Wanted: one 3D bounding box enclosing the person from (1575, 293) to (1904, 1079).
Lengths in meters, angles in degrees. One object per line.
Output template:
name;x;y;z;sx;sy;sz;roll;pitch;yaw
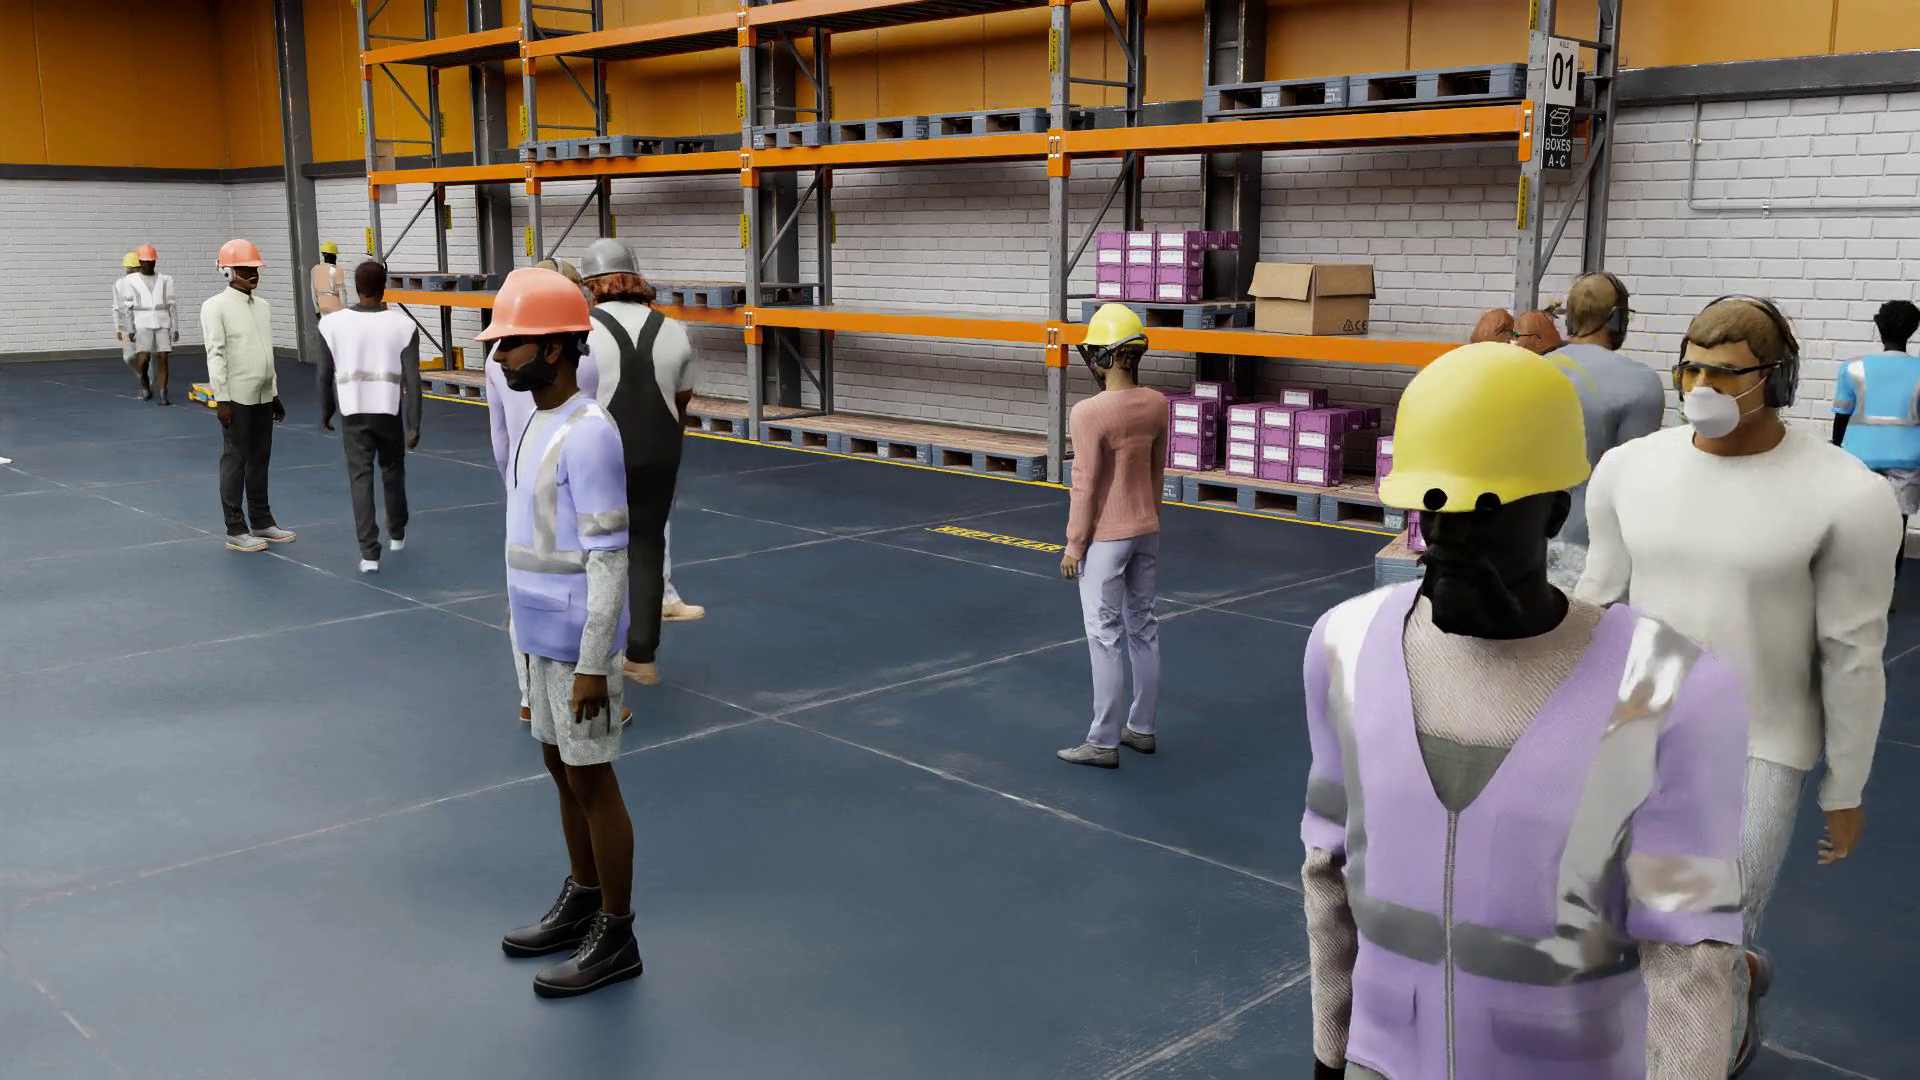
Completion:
person;1.631;0.433;3.553;0.848;1.916;0.637;-9;14;-41

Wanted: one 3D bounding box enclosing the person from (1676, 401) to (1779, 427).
person;4.245;-0.469;9.273;0.536;1.609;0.573;2;11;10

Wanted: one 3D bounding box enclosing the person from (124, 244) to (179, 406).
person;-9.609;-2.551;19.790;0.554;1.923;0.522;-7;12;-33

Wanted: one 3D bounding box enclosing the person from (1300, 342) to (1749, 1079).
person;0.631;0.705;2.109;0.610;1.881;0.937;8;13;38

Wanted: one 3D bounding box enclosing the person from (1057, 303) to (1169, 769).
person;0.585;-0.011;6.357;0.310;1.769;0.525;10;14;43

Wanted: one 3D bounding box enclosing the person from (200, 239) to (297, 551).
person;-4.611;-0.935;10.770;0.377;1.995;0.608;2;11;12

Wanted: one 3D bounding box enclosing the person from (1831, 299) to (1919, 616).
person;4.904;-0.424;8.814;0.556;1.690;0.345;6;12;30

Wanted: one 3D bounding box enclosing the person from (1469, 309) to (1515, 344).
person;3.067;-0.497;9.441;0.676;1.605;0.517;-1;10;-8

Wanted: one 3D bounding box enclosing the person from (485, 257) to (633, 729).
person;-1.641;-0.168;6.754;0.627;1.935;0.371;8;13;38

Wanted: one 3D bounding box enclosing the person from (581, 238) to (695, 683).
person;-1.544;-0.366;7.540;0.709;2.000;0.541;-7;13;-35

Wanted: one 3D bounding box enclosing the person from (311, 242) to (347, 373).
person;-9.280;-3.433;24.575;0.595;1.925;0.371;4;11;22

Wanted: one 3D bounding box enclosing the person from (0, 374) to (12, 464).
person;-8.620;-1.565;14.577;0.335;1.861;0.520;1;10;5

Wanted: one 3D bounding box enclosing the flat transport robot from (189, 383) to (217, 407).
flat transport robot;-8.755;-1.754;19.937;0.652;0.197;1.431;-7;13;-35

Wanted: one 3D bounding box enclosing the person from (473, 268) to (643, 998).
person;-1.076;0.251;4.458;0.360;1.935;0.552;-6;12;-29

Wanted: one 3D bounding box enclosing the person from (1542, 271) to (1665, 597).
person;2.117;0.006;5.896;0.883;1.907;0.624;-4;11;-22

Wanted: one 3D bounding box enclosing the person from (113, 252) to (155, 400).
person;-10.175;-2.661;20.659;0.597;1.820;0.588;-1;10;-3

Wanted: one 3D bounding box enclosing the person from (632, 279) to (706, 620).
person;-1.753;-0.439;8.555;0.764;1.818;0.629;-2;11;-12

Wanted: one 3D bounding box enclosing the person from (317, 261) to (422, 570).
person;-3.646;-0.782;10.315;0.602;1.859;1.030;-4;11;-20

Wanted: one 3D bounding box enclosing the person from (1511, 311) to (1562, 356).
person;3.181;-0.442;9.117;0.480;1.617;0.532;6;12;30
